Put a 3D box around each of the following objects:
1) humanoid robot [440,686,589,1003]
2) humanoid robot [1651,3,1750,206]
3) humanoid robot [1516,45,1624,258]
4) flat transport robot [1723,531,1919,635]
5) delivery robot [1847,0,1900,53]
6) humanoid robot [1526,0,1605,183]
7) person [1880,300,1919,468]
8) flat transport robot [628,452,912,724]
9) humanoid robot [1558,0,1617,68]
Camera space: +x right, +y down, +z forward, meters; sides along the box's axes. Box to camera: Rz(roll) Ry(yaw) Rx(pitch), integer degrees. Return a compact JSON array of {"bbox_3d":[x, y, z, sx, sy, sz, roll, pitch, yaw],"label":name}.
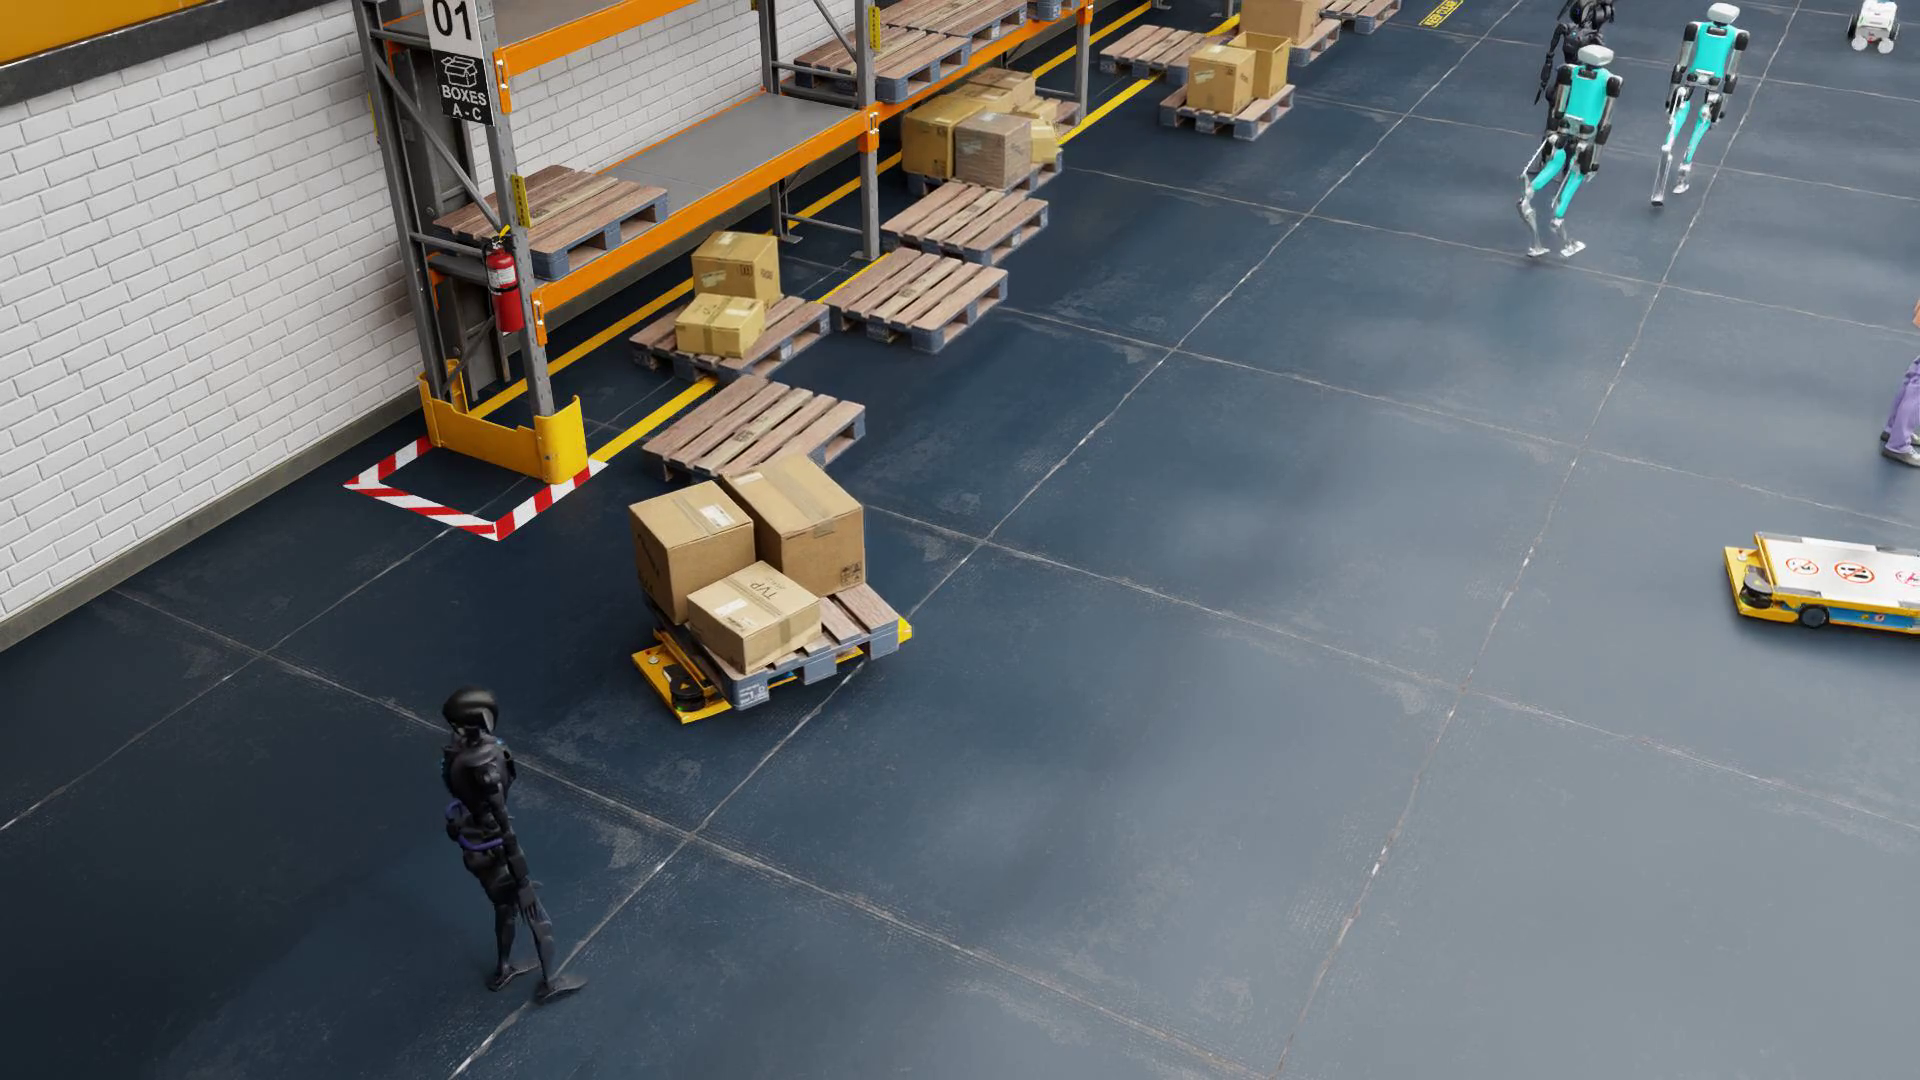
[{"bbox_3d":[-1.916,1.263,6.965,0.380,1.653,0.612,-20,38,-27],"label":"humanoid robot"},{"bbox_3d":[6.377,-3.704,14.486,0.547,1.784,1.055,18,37,25],"label":"humanoid robot"},{"bbox_3d":[4.846,-3.055,13.450,0.881,1.769,0.536,-25,41,-33],"label":"humanoid robot"},{"bbox_3d":[5.280,0.286,9.715,1.431,0.231,0.659,7,34,11],"label":"flat transport robot"},{"bbox_3d":[10.307,-5.824,18.707,0.515,0.602,0.774,17,37,23],"label":"delivery robot"},{"bbox_3d":[5.503,-4.063,15.005,0.315,1.657,0.599,-24,40,-31],"label":"humanoid robot"},{"bbox_3d":[6.380,-1.373,10.796,0.372,1.842,0.568,15,36,21],"label":"person"},{"bbox_3d":[-1.046,0.556,9.307,1.431,0.231,0.659,-20,38,-27],"label":"flat transport robot"},{"bbox_3d":[6.580,-5.549,17.276,0.607,1.644,0.469,-4,34,-6],"label":"humanoid robot"}]
